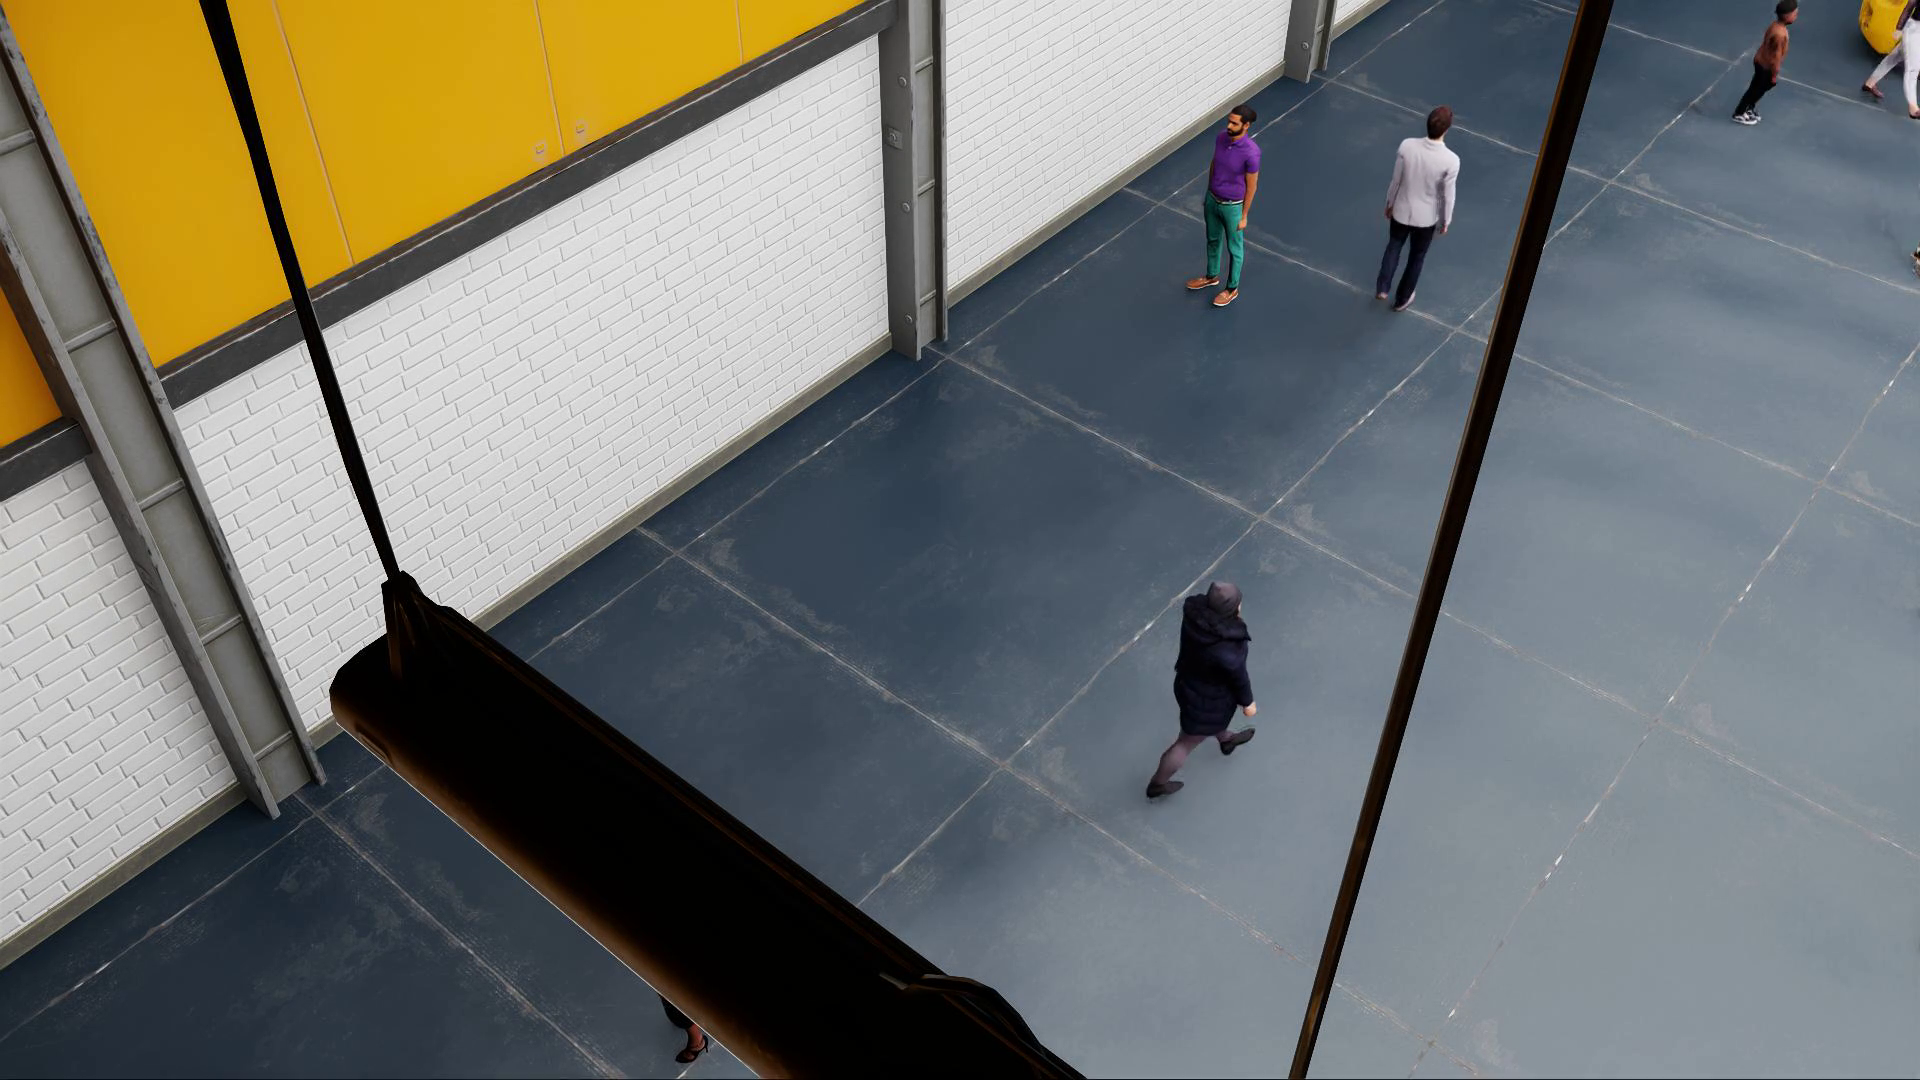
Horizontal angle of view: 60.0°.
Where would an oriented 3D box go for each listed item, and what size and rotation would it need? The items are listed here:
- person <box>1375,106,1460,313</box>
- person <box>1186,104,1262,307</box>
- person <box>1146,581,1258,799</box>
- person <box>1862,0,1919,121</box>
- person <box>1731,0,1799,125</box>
[{"bbox_3d":[3.629,-2.599,13.373,0.720,1.835,0.736,25,49,24],"label":"person"},{"bbox_3d":[2.200,-2.758,13.589,0.637,1.768,0.668,-29,51,-27],"label":"person"},{"bbox_3d":[1.390,0.935,9.815,1.185,1.627,0.968,-17,46,-17],"label":"person"},{"bbox_3d":[9.152,-4.889,15.981,1.086,1.554,0.952,-18,47,-18],"label":"person"},{"bbox_3d":[7.618,-4.560,15.860,0.652,1.243,0.529,17,46,17],"label":"person"}]
